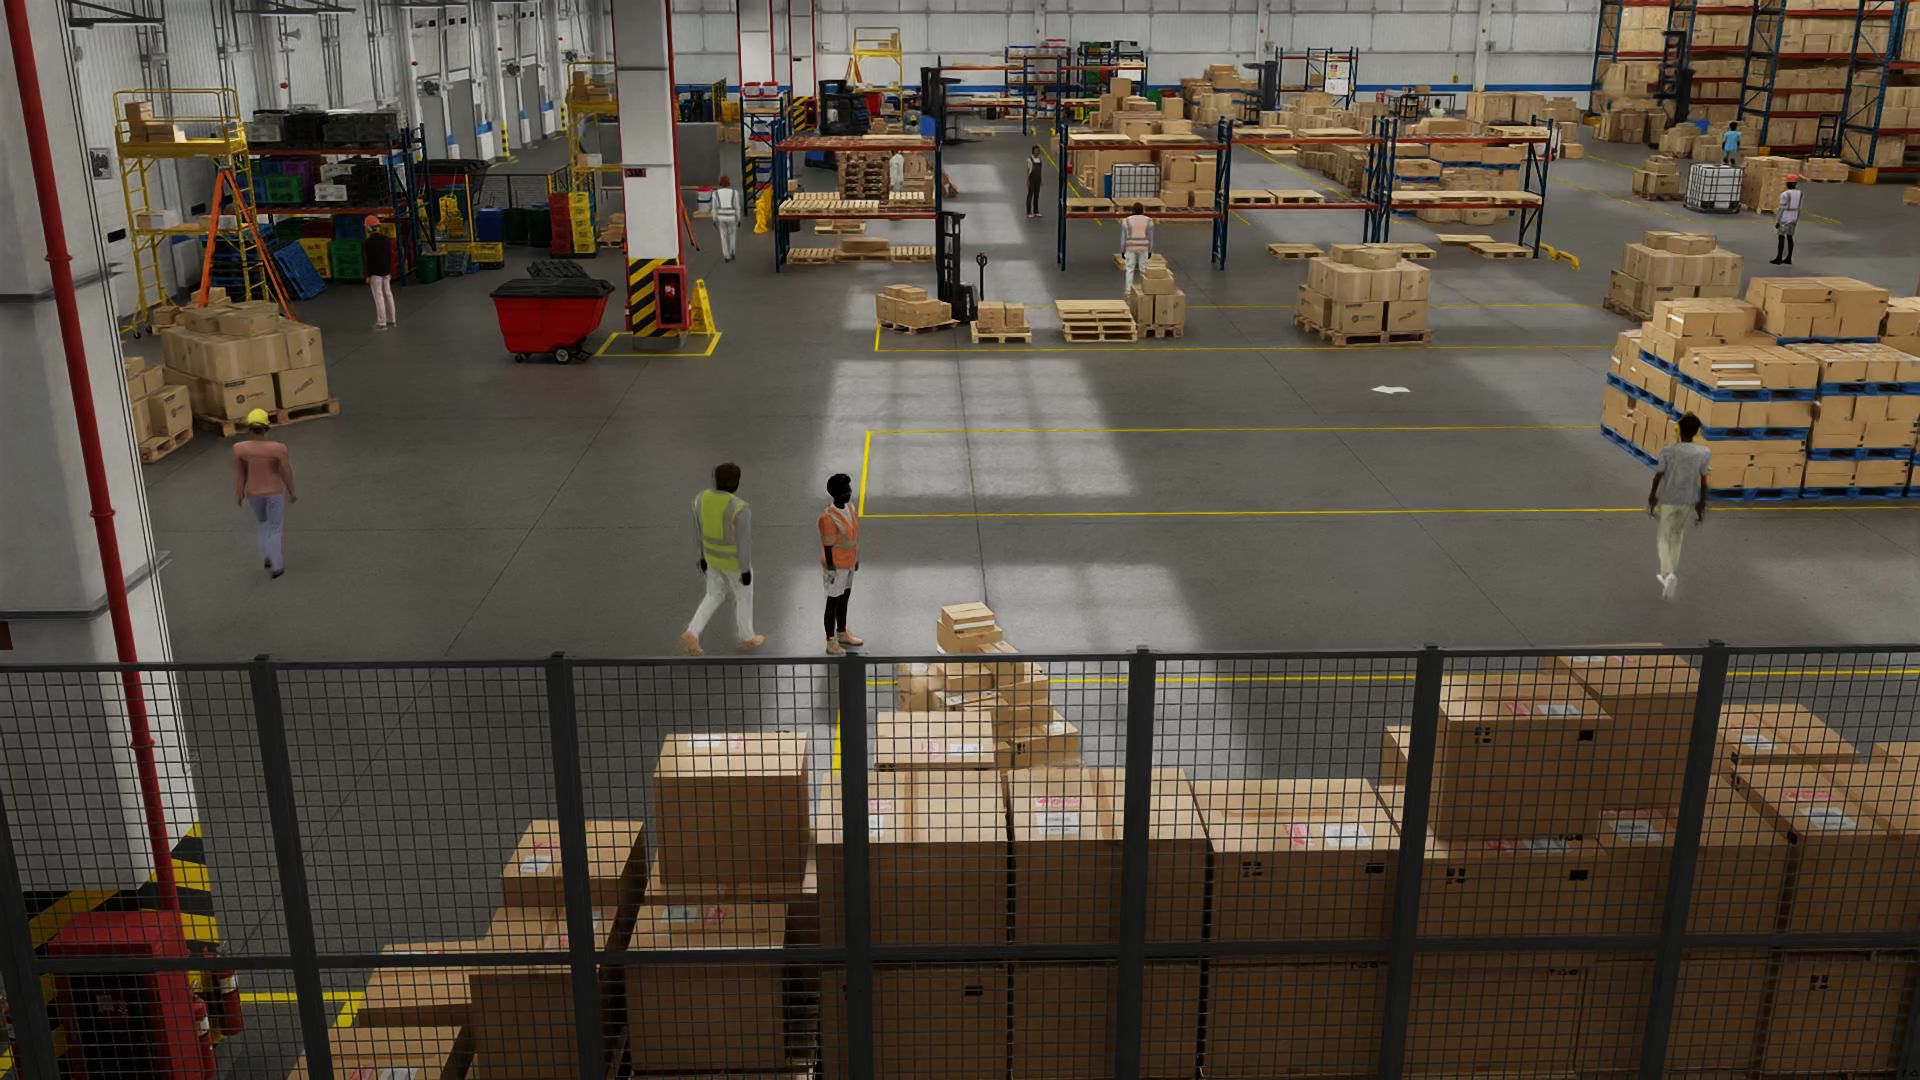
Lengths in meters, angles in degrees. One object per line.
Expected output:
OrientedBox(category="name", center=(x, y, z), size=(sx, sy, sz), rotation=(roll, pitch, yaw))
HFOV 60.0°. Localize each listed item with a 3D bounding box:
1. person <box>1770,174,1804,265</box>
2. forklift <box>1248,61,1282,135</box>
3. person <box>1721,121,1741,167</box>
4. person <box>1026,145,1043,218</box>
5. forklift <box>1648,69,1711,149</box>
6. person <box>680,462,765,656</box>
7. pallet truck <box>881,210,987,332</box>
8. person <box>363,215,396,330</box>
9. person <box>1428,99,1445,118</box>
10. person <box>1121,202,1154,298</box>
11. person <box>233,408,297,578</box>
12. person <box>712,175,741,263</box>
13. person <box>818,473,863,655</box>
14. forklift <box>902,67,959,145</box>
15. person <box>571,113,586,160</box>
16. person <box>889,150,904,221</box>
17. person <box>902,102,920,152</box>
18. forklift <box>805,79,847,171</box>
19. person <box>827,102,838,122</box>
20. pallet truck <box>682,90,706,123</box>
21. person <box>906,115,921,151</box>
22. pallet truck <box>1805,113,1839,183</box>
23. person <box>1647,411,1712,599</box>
OrientedBox(category="person", center=(17.827, -6.911, 35.851), size=(0.539, 1.929, 0.397), rotation=(-6, 20, -18))
OrientedBox(category="forklift", center=(12.259, -17.516, 65.833), size=(1.873, 2.768, 1.129), rotation=(-1, 19, -1))
OrientedBox(category="person", center=(24.042, -12.198, 51.891), size=(0.543, 1.686, 0.485), rotation=(5, 19, 14))
OrientedBox(category="person", center=(1.927, -9.231, 42.849), size=(0.505, 1.847, 0.344), rotation=(-13, 23, -34))
OrientedBox(category="forklift", center=(26.017, -15.503, 59.863), size=(1.873, 2.768, 1.129), rotation=(5, 19, 14))
OrientedBox(category="person", center=(-2.165, 0.200, 14.949), size=(0.634, 1.814, 0.835), rotation=(13, 23, 34))
OrientedBox(category="pallet truck", center=(-0.493, -4.759, 29.349), size=(1.885, 1.965, 0.823), rotation=(-13, 23, -34))
OrientedBox(category="person", center=(-10.187, -4.676, 29.106), size=(0.386, 1.992, 0.625), rotation=(6, 20, 19))
OrientedBox(category="person", center=(16.736, -14.552, 58.552), size=(0.621, 1.901, 0.571), rotation=(-4, 19, -13))
OrientedBox(category="person", center=(3.406, -5.579, 32.045), size=(0.624, 1.835, 0.431), rotation=(-1, 19, -2))
OrientedBox(category="person", center=(-7.108, -0.502, 17.089), size=(0.555, 1.745, 0.551), rotation=(-2, 19, -5))
OrientedBox(category="person", center=(-5.094, -7.009, 36.243), size=(0.606, 1.850, 0.869), rotation=(-2, 19, -7))
OrientedBox(category="person", center=(-1.080, 0.212, 15.067), size=(0.317, 1.696, 0.538), rotation=(8, 20, 21))
OrientedBox(category="forklift", center=(-1.117, -15.934, 61.139), size=(1.873, 2.768, 1.129), rotation=(-10, 21, -28))
OrientedBox(category="person", center=(-13.078, -13.993, 56.901), size=(0.552, 1.912, 0.879), rotation=(7, 20, 21))
OrientedBox(category="person", center=(-1.628, -9.108, 42.351), size=(0.371, 1.934, 0.627), rotation=(6, 19, 16))
OrientedBox(category="person", center=(-1.664, -14.067, 57.073), size=(0.633, 1.920, 0.569), rotation=(-7, 20, -20))
OrientedBox(category="forklift", center=(-4.097, -13.405, 53.639), size=(1.129, 2.768, 1.873), rotation=(-17, 25, -40))
OrientedBox(category="person", center=(-4.687, -15.152, 60.732), size=(0.517, 1.639, 0.313), rotation=(-1, 19, -3))
OrientedBox(category="pallet truck", center=(-9.671, -15.907, 62.421), size=(0.823, 1.965, 1.885), rotation=(5, 19, 15))
OrientedBox(category="person", center=(-1.491, -12.760, 53.476), size=(0.486, 1.744, 0.311), rotation=(-5, 19, -14))
OrientedBox(category="pallet truck", center=(26.403, -11.957, 50.702), size=(0.823, 1.965, 1.885), rotation=(6, 19, 16))
OrientedBox(category="person", center=(7.128, -0.345, 16.491), size=(0.532, 1.852, 0.781), rotation=(3, 19, 8))
